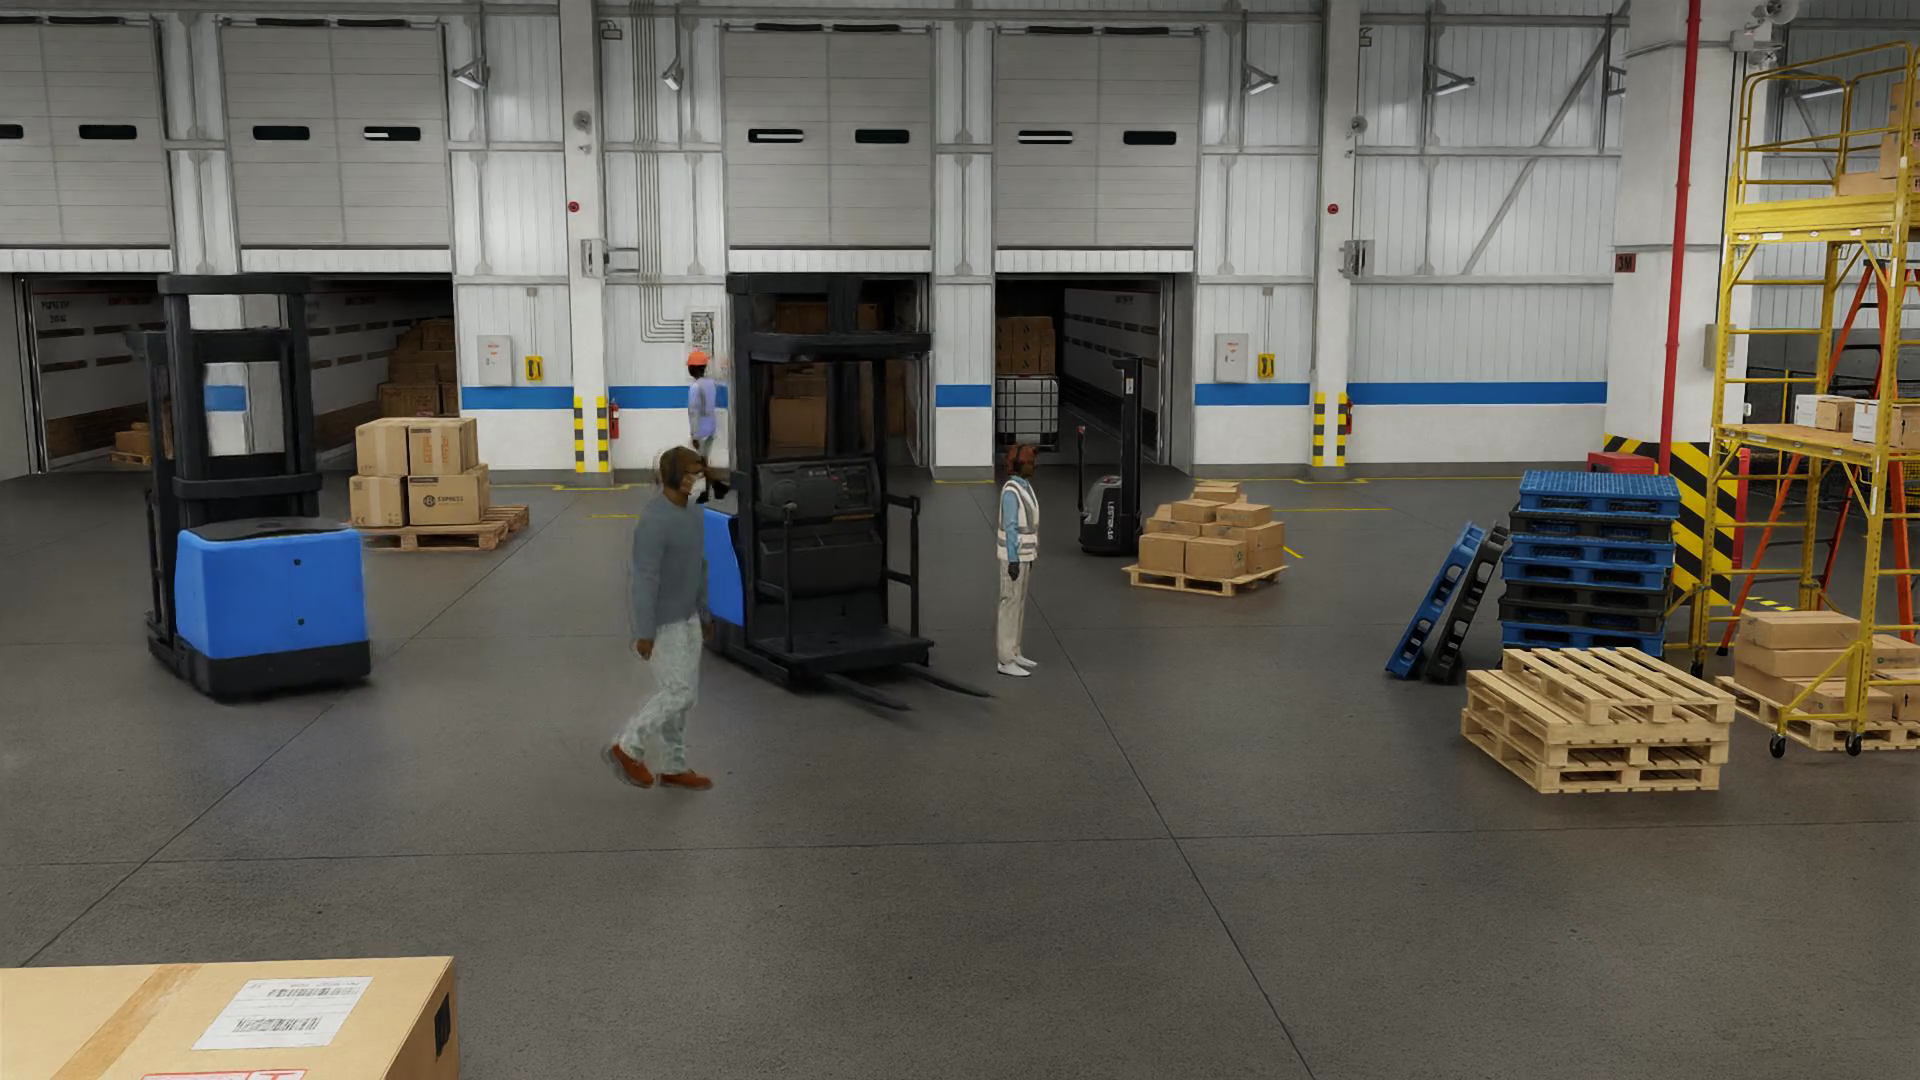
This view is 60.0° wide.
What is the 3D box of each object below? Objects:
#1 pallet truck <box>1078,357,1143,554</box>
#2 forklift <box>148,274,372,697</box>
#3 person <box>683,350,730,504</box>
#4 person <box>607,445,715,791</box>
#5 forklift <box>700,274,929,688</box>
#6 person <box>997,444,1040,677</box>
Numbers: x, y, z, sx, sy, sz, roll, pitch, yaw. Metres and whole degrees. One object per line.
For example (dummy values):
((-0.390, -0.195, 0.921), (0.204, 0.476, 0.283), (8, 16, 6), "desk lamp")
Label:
((2.088, -0.836, 16.757), (1.885, 1.965, 0.823), (2, 9, 13), "pallet truck")
((-5.005, -0.468, 11.689), (1.129, 2.768, 1.873), (-7, 11, -36), "forklift")
((-3.052, -1.316, 19.981), (0.544, 1.926, 0.543), (3, 10, 20), "person")
((-1.584, 0.441, 8.995), (0.476, 1.926, 0.639), (2, 9, 10), "person")
((-1.186, -0.529, 12.072), (1.129, 2.768, 1.873), (-6, 11, -31), "forklift")
((0.412, 0.135, 11.784), (0.312, 1.639, 0.520), (2, 9, 13), "person")
